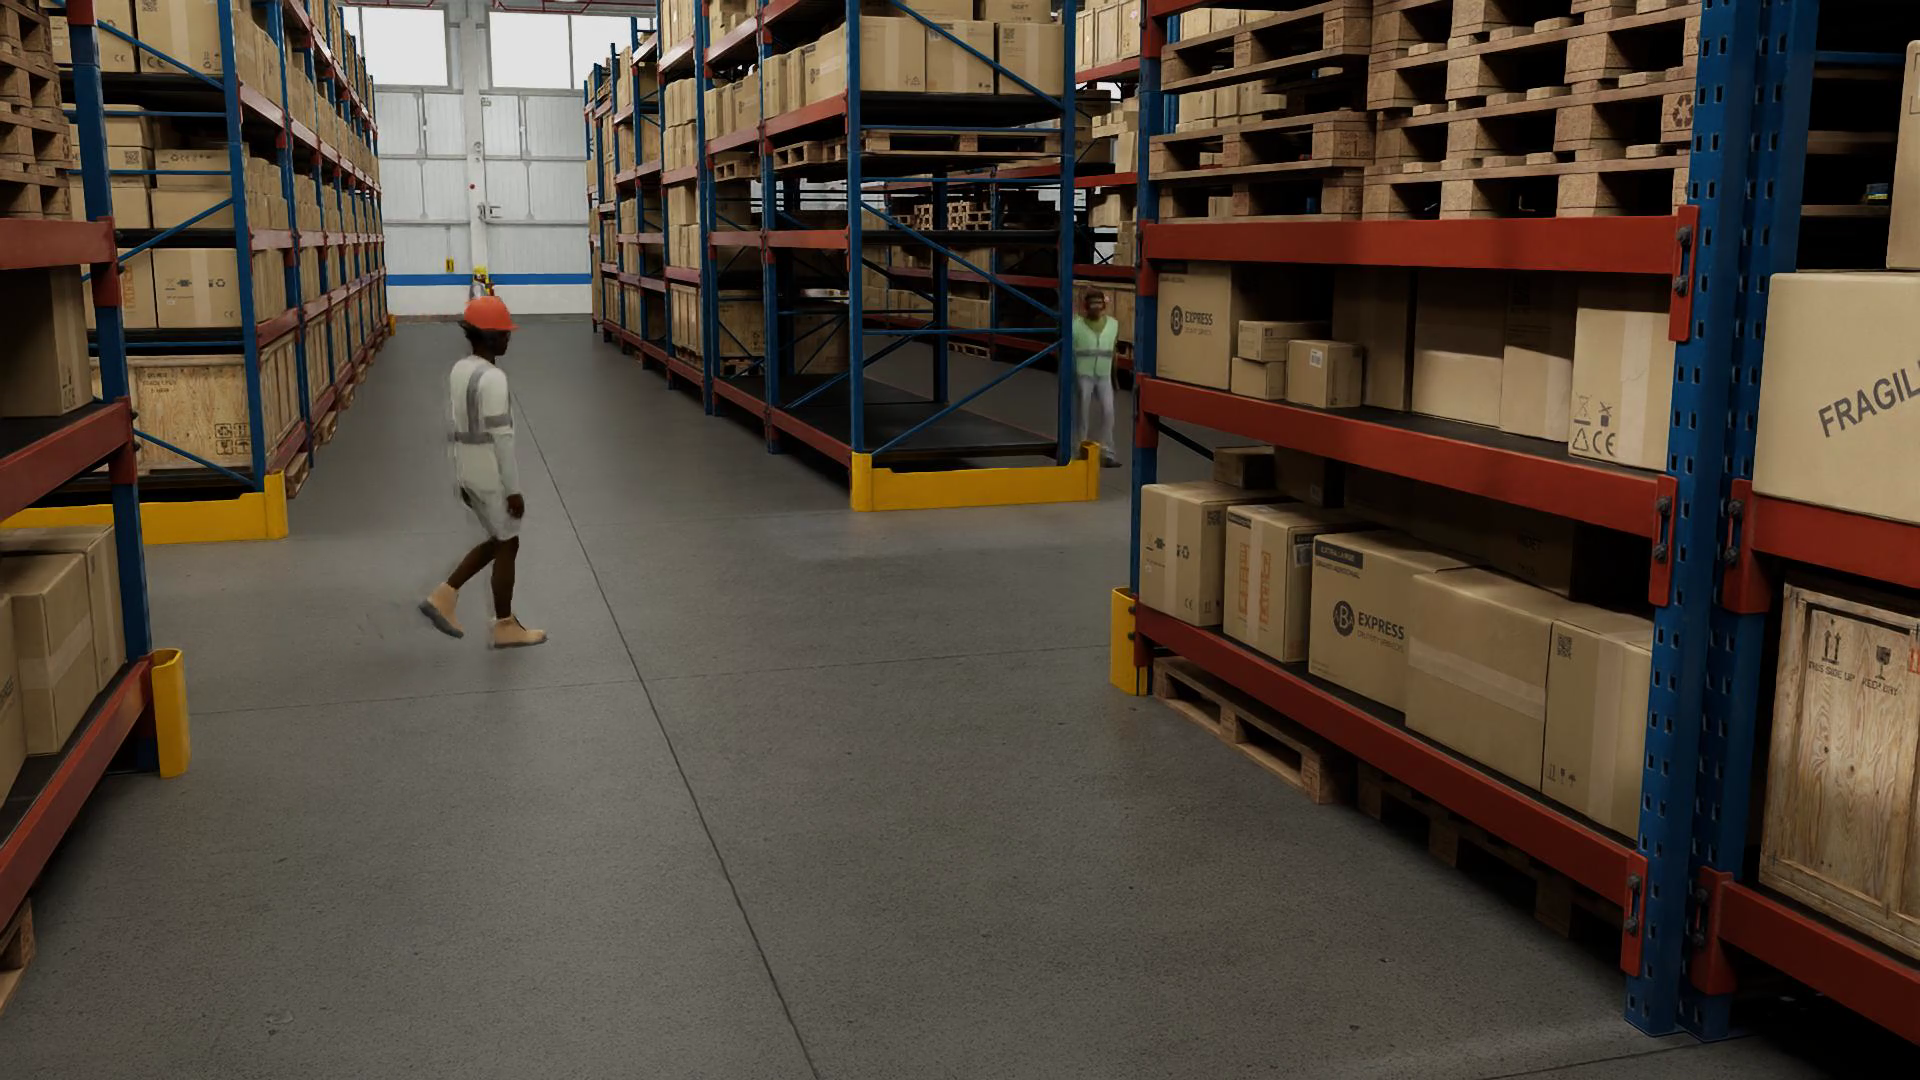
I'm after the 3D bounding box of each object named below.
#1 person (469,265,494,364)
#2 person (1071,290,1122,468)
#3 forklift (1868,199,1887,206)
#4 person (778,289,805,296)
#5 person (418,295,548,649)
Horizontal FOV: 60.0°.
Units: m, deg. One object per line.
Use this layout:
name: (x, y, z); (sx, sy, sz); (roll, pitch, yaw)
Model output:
person: (-8.795, -4.128, 30.564); (0.404, 1.836, 0.590); (-4, 11, -20)
person: (1.385, -1.612, 16.833); (0.609, 1.808, 0.861); (-3, 11, -16)
forklift: (11.338, -2.915, 21.052); (1.129, 2.768, 1.873); (-3, 11, -17)
person: (-3.669, -5.122, 35.943); (0.656, 1.867, 0.969); (-5, 12, -27)
person: (-2.699, -0.360, 9.379); (0.586, 2.025, 0.612); (-7, 12, -33)
